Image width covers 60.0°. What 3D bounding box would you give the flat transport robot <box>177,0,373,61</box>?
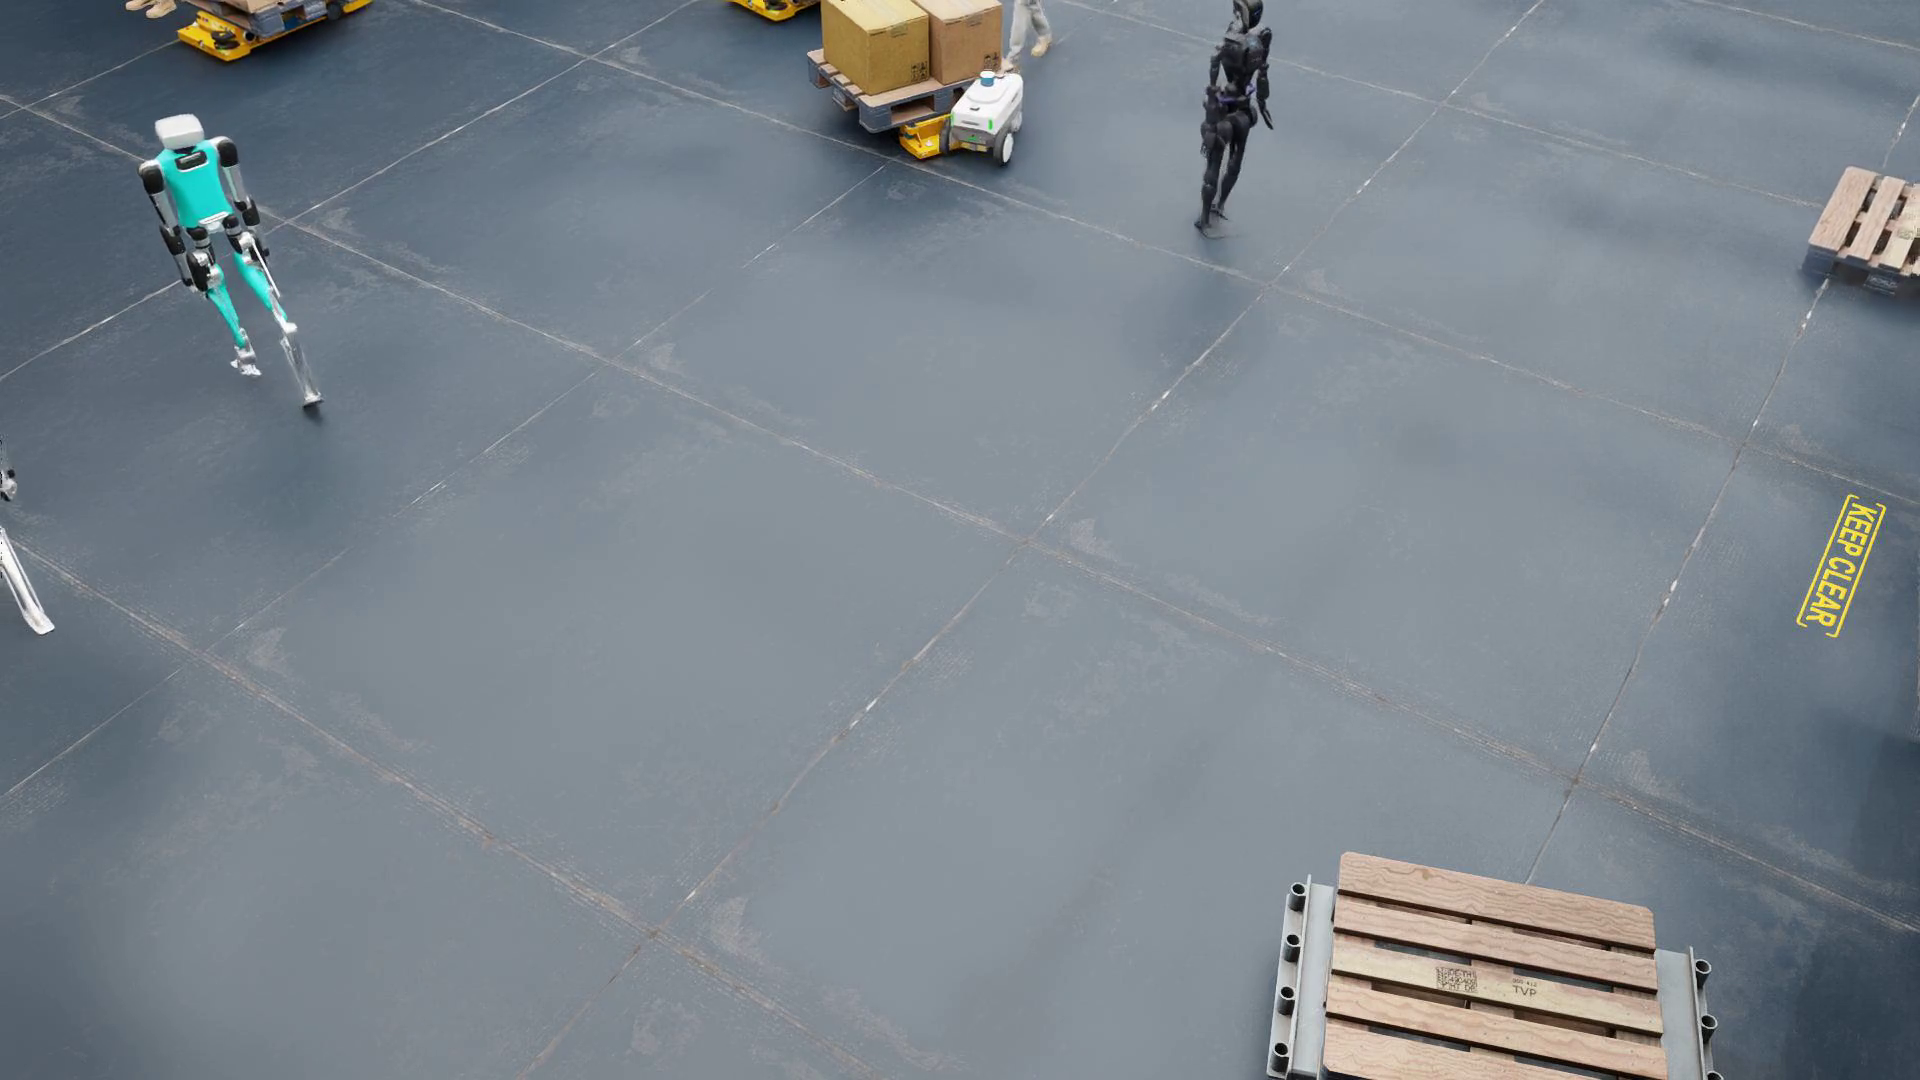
[{"bbox_3d":[-5.605,-4.337,13.633,0.659,0.231,1.431,27,48,27],"label":"flat transport robot"}]

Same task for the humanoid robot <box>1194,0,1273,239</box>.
[{"bbox_3d":[1.780,-2.781,10.837,0.599,1.667,0.339,-28,49,-28],"label":"humanoid robot"}]

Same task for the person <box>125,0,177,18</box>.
[{"bbox_3d":[-6.752,-5.091,13.367,0.491,1.746,0.314,25,48,26],"label":"person"}]

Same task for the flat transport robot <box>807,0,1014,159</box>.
[{"bbox_3d":[-0.377,-3.300,12.472,0.659,0.231,1.431,-22,46,-23],"label":"flat transport robot"}]

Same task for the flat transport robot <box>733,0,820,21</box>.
[{"bbox_3d":[-1.228,-4.797,14.147,1.431,0.231,0.659,-33,51,-31],"label":"flat transport robot"}]

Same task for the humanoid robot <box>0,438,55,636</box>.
[{"bbox_3d":[-5.006,-0.366,8.107,0.980,1.768,0.530,31,50,30],"label":"humanoid robot"}]

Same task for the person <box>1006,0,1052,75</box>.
[{"bbox_3d":[0.511,-4.470,12.613,0.464,1.831,0.858,27,49,27],"label":"person"}]

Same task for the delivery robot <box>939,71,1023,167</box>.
[{"bbox_3d":[0.189,-3.073,12.015,0.499,0.610,0.814,14,44,15],"label":"delivery robot"}]

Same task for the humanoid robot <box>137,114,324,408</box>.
[{"bbox_3d":[-4.042,-1.462,9.371,0.532,1.789,1.065,-31,50,-30],"label":"humanoid robot"}]
